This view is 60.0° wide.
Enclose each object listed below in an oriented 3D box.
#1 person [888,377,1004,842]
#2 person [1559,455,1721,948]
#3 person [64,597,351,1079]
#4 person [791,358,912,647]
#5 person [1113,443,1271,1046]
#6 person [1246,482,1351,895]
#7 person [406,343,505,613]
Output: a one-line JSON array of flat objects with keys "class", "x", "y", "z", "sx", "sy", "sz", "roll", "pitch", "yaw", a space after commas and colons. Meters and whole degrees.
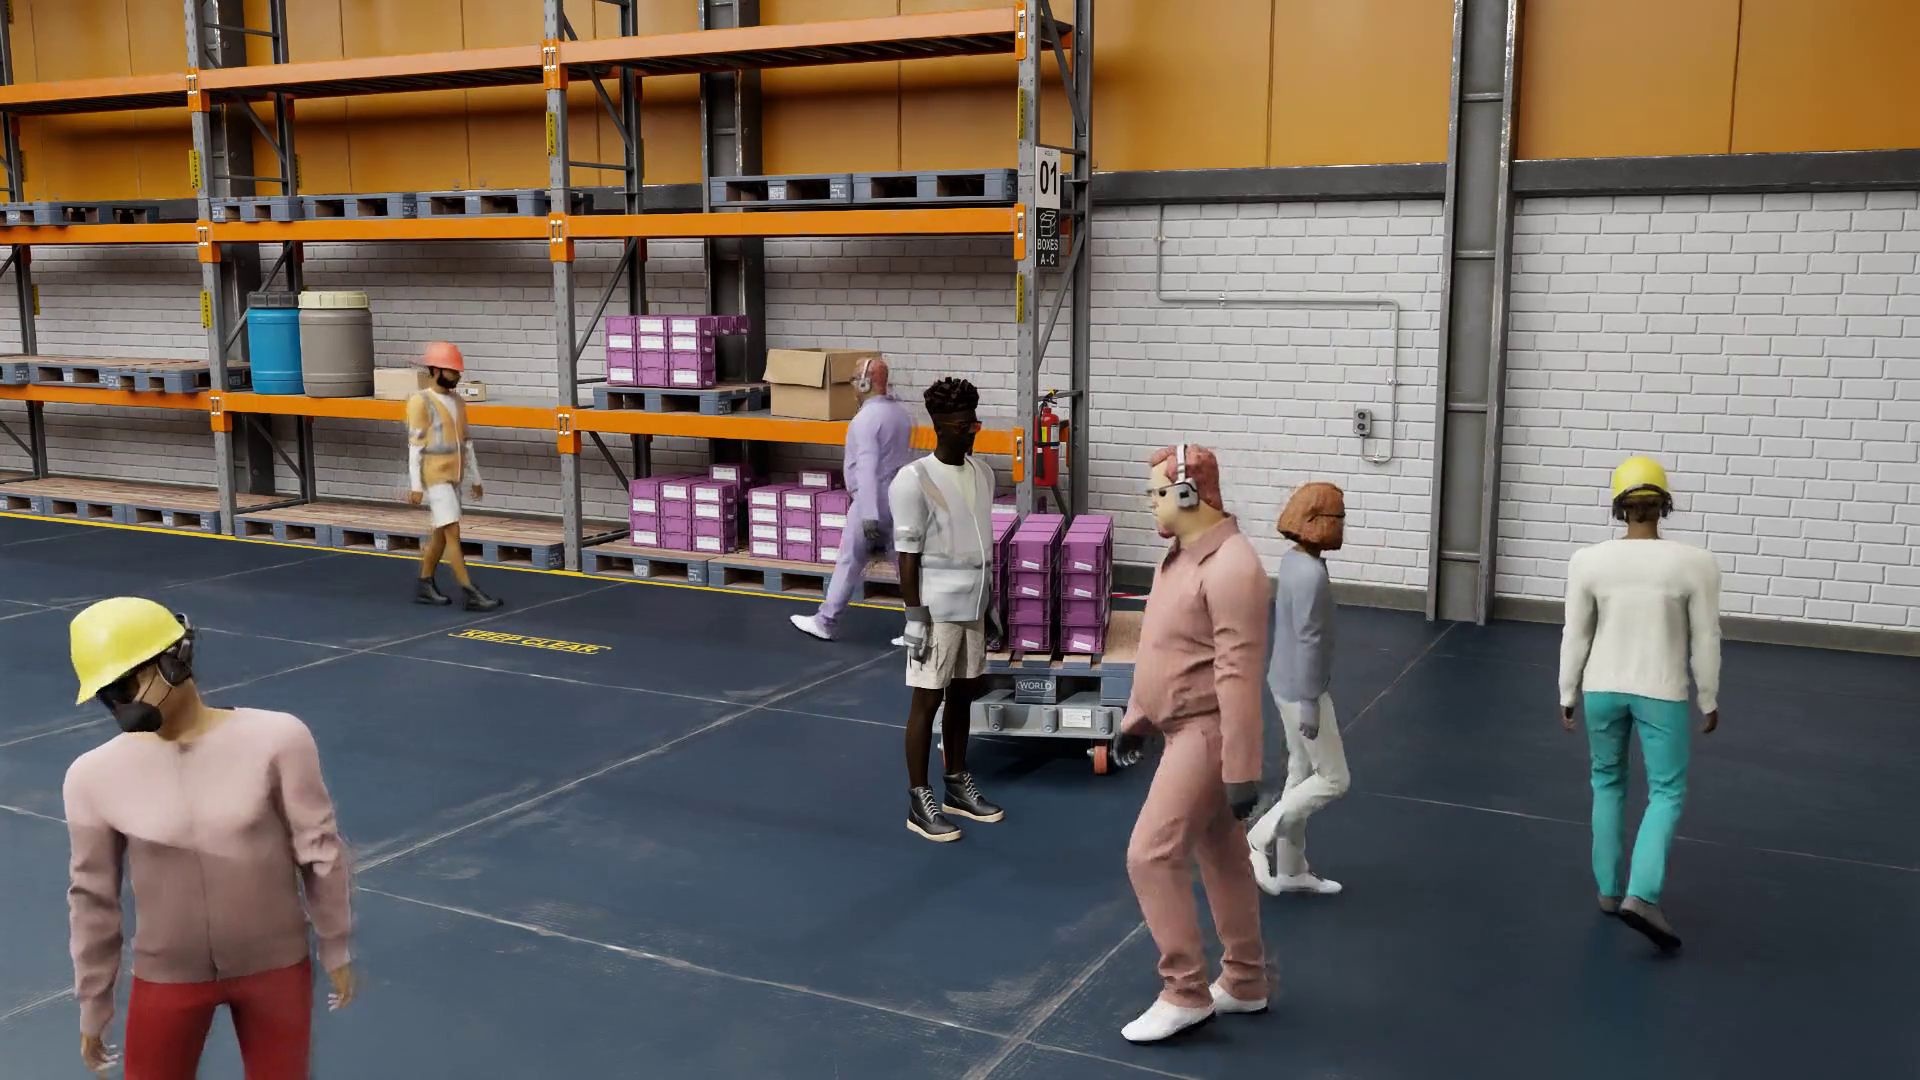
[{"class": "person", "x": -0.039, "y": 0.283, "z": 7.130, "sx": 0.367, "sy": 1.966, "sz": 0.606, "roll": 7, "pitch": 12, "yaw": 37}, {"class": "person", "x": 2.449, "y": 0.572, "z": 6.056, "sx": 0.549, "sy": 1.734, "sz": 0.641, "roll": 6, "pitch": 11, "yaw": 31}, {"class": "person", "x": -1.671, "y": 0.959, "z": 3.720, "sx": 0.595, "sy": 1.726, "sz": 0.413, "roll": -3, "pitch": 10, "yaw": -20}, {"class": "person", "x": -0.586, "y": -0.234, "z": 10.668, "sx": 1.008, "sy": 1.849, "sz": 0.663, "roll": 5, "pitch": 10, "yaw": 26}, {"class": "person", "x": 0.708, "y": 0.635, "z": 5.262, "sx": 0.680, "sy": 1.872, "sz": 0.657, "roll": -1, "pitch": 9, "yaw": -4}, {"class": "person", "x": 1.311, "y": 0.585, "z": 6.322, "sx": 0.374, "sy": 1.620, "sz": 0.525, "roll": 1, "pitch": 9, "yaw": 5}, {"class": "person", "x": -3.609, "y": -0.443, "z": 11.813, "sx": 0.819, "sy": 1.899, "sz": 0.566, "roll": 3, "pitch": 10, "yaw": 17}]
